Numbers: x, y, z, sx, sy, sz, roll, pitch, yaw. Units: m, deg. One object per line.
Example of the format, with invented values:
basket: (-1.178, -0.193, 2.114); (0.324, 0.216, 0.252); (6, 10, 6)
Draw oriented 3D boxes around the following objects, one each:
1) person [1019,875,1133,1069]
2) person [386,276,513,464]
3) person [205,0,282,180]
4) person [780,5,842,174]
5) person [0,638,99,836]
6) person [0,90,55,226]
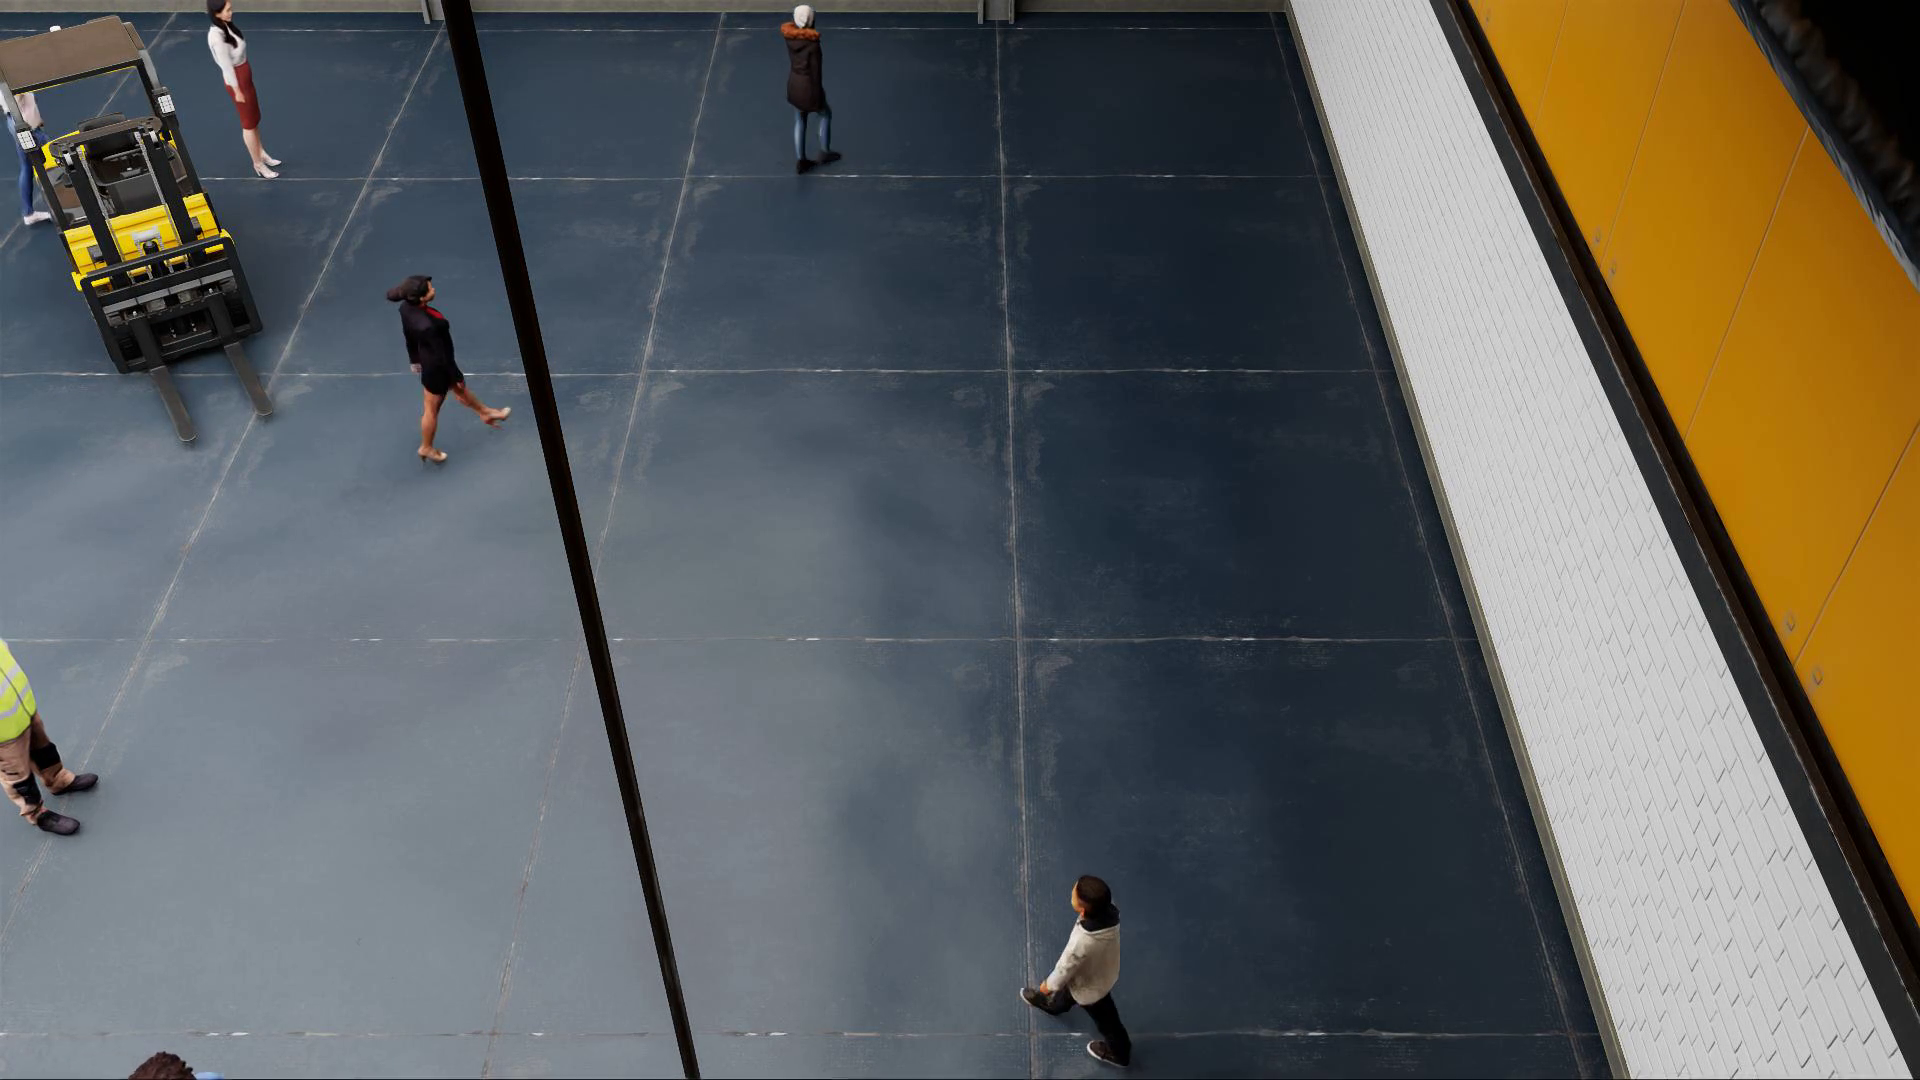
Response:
person: (0.767, 2.303, 8.709); (1.009, 1.415, 0.810); (16, 46, 16)
person: (-3.929, -1.206, 12.257); (1.107, 1.602, 0.972); (-27, 50, -26)
person: (-6.593, -4.159, 15.247); (0.560, 1.753, 0.627); (-7, 44, -7)
person: (-1.461, -4.117, 15.299); (0.790, 1.620, 0.846); (28, 50, 26)
person: (-5.635, 0.989, 9.777); (0.708, 1.845, 0.688); (1, 44, 1)
person: (-8.280, -3.529, 14.642); (1.178, 1.675, 1.057); (-29, 51, -27)
